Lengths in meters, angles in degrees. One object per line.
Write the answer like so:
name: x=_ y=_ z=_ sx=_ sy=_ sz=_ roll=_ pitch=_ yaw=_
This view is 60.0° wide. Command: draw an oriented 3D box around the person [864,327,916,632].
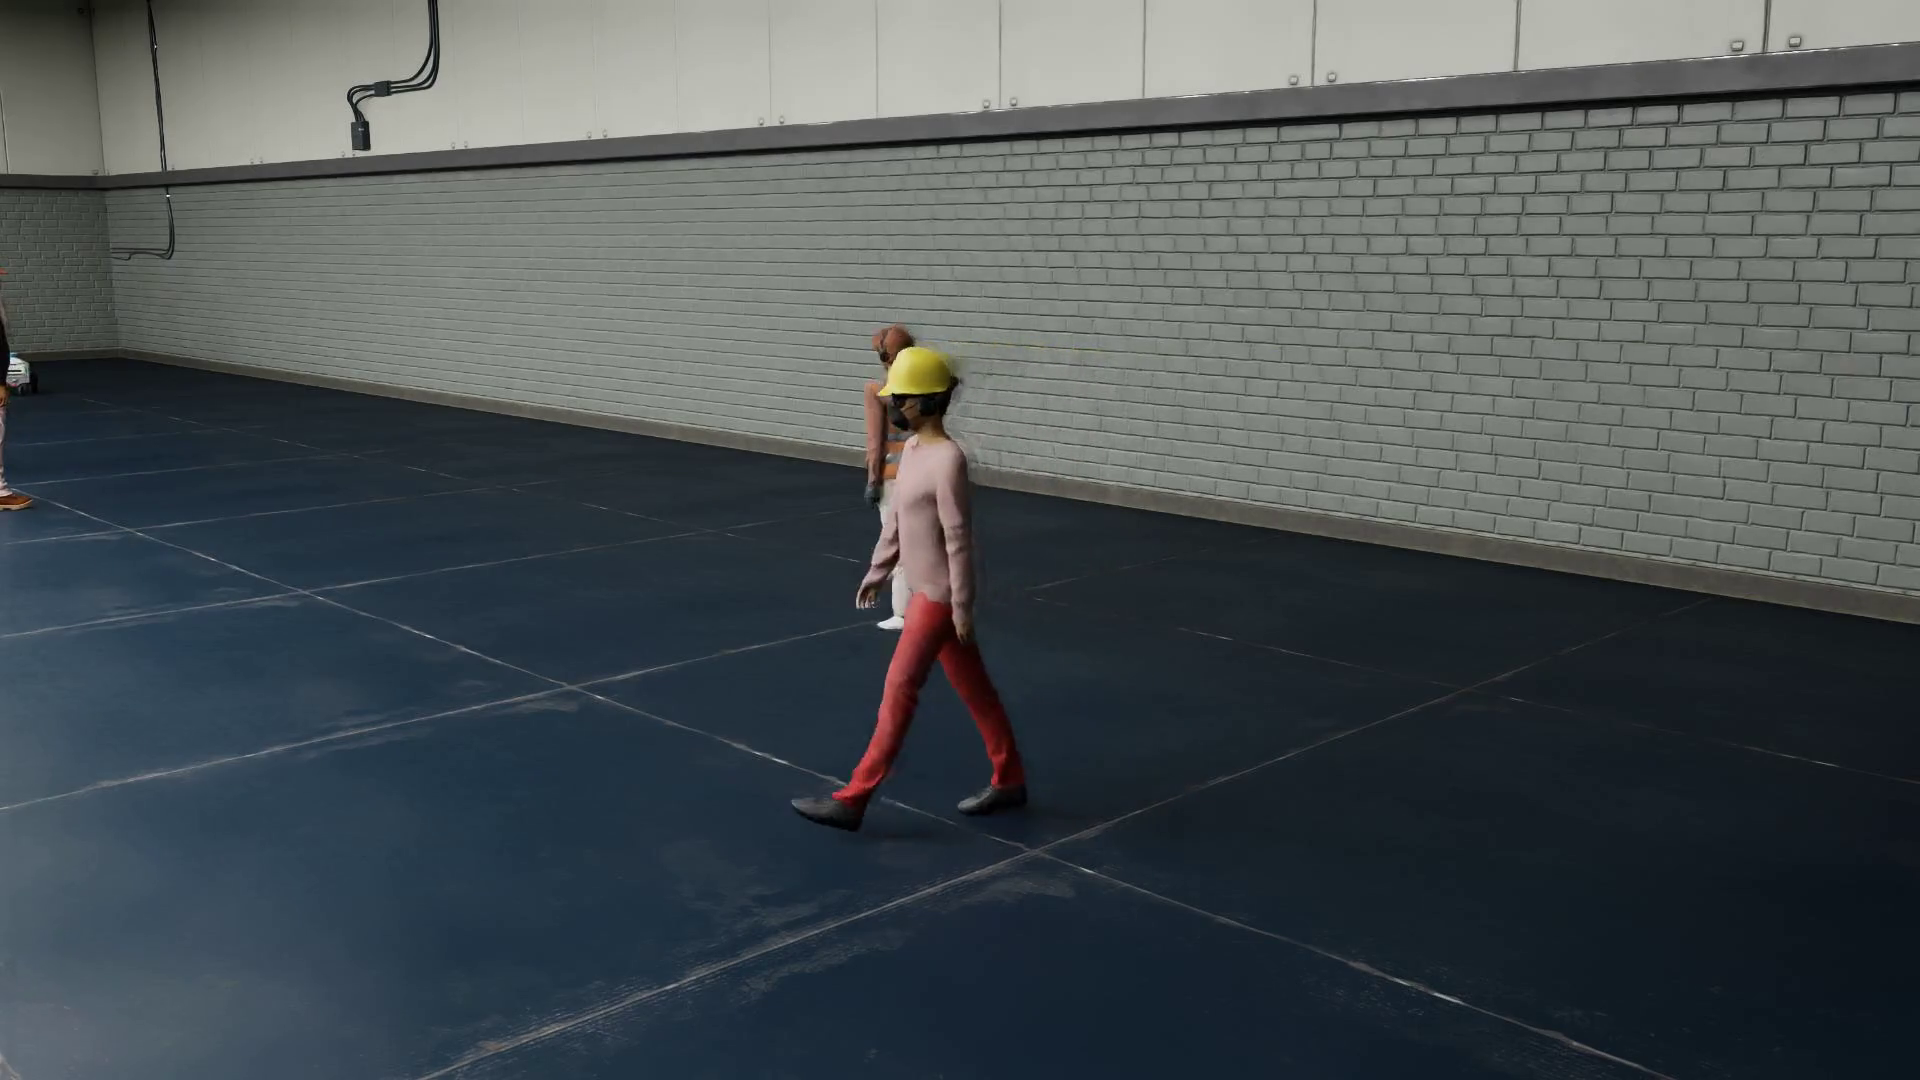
person: x=-0.333 y=-0.334 z=9.039 sx=0.601 sy=1.613 sz=0.526 roll=9 pitch=14 yaw=40

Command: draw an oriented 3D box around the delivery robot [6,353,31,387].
delivery robot: x=-12.646 y=-2.256 z=22.243 sx=0.477 sy=0.478 sz=0.707 roll=-6 pitch=12 yaw=-27

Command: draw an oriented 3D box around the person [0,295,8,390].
person: x=-13.301 y=-2.844 z=22.764 sx=0.529 sy=1.587 sz=0.860 roll=-8 pitch=13 yaw=-37

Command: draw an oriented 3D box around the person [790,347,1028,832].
person: x=-0.151 y=0.186 z=5.897 sx=0.922 sy=1.722 sz=0.542 roll=-2 pitch=11 yaw=-11

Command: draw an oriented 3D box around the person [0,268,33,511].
person: x=-7.537 y=-1.239 z=12.907 sx=0.618 sy=1.993 sz=0.396 roll=9 pitch=14 yaw=40
